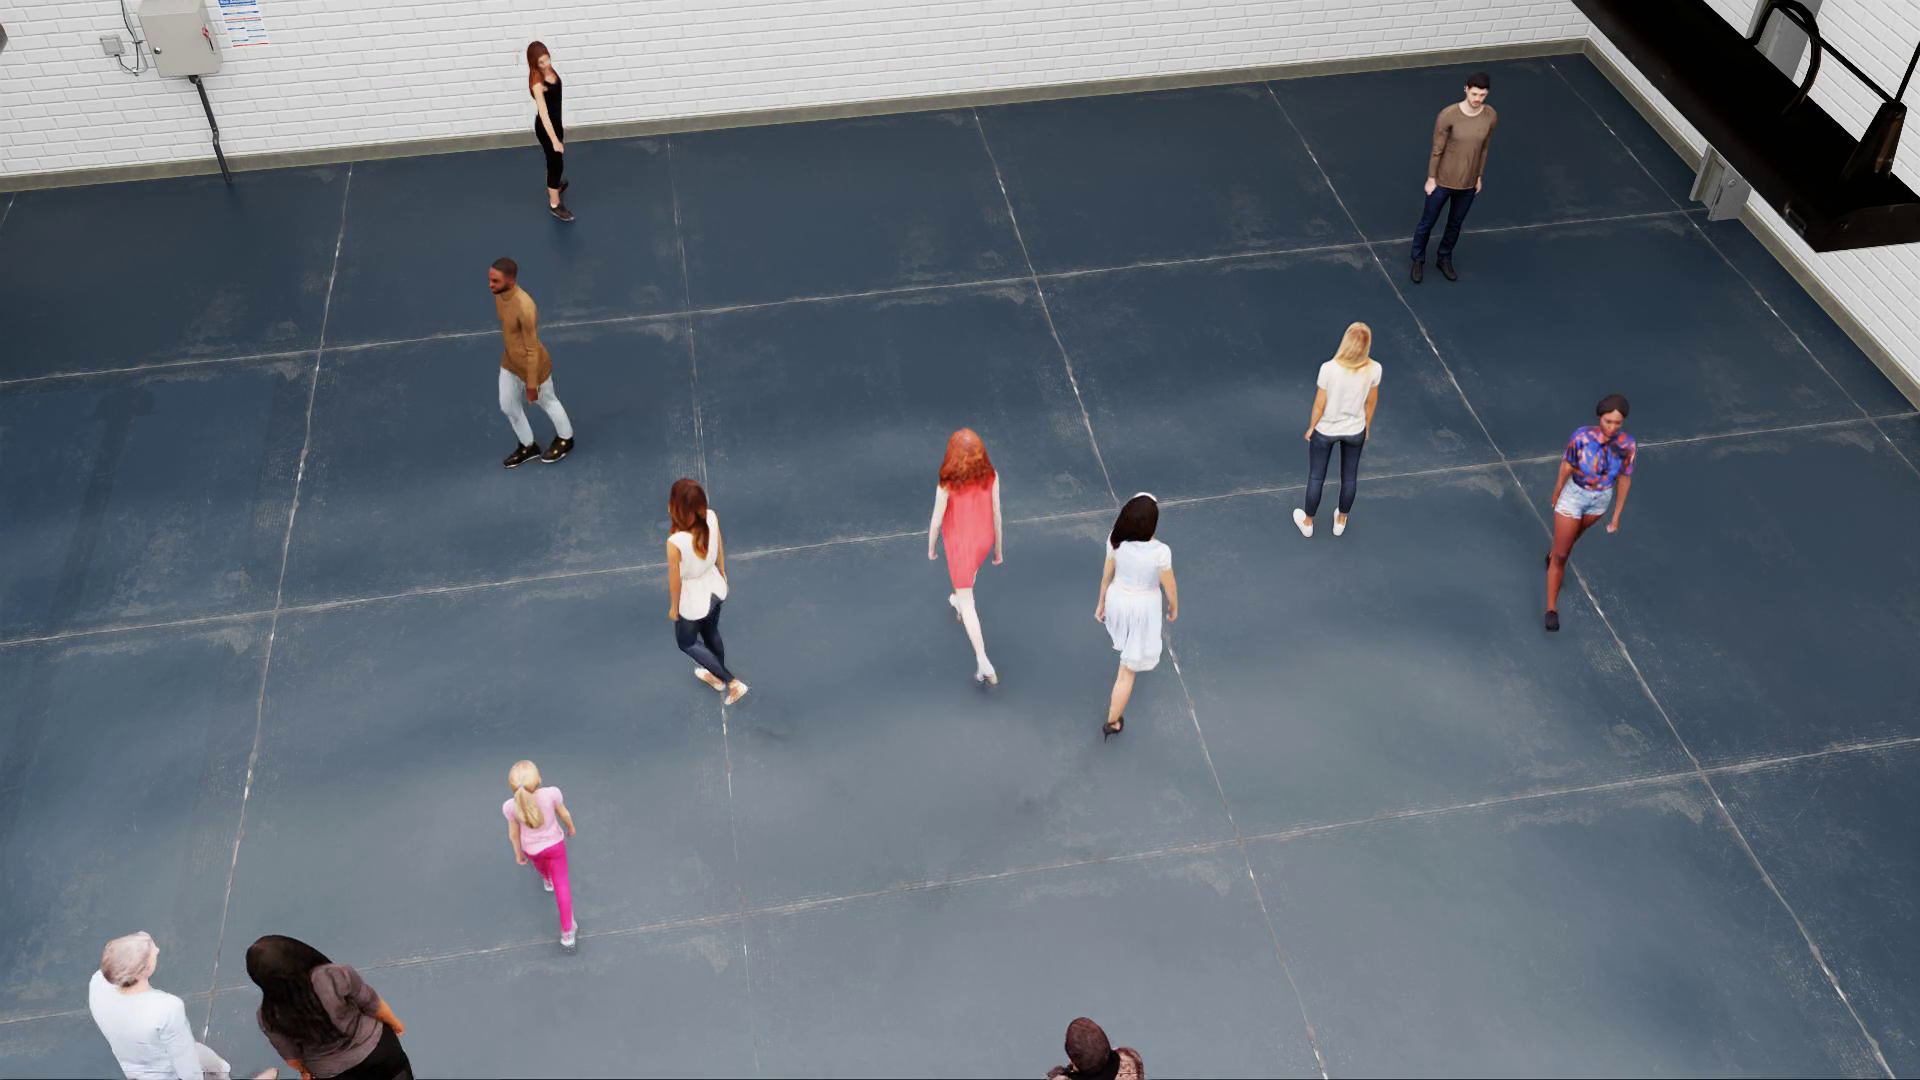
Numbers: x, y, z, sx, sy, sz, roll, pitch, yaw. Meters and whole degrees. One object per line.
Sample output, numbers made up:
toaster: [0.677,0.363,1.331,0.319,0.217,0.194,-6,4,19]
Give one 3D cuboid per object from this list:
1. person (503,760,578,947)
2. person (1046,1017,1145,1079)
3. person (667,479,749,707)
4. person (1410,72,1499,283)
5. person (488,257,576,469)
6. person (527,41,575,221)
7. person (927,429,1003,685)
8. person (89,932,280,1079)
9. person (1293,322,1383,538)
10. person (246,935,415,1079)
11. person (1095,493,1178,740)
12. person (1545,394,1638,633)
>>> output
person: [-2.301,1.727,9.218,0.543,1.248,0.910,-10,44,-10]
person: [0.618,2.837,7.644,1.035,1.812,1.286,-22,48,-22]
person: [-1.536,0.382,10.248,0.901,1.775,0.840,26,49,25]
person: [4.083,-3.000,13.717,0.664,1.887,0.574,-3,44,-4]
person: [-3.050,-1.312,12.012,0.928,1.795,0.878,-34,53,-31]
person: [-3.602,-3.615,14.497,0.896,1.702,0.586,-8,44,-8]
person: [0.088,0.129,10.509,0.781,1.780,1.209,-17,46,-17]
person: [-3.827,2.570,7.903,1.102,1.841,1.336,10,44,10]
person: [2.604,-0.740,11.401,0.618,1.809,0.544,-1,44,-1]
person: [-2.925,2.529,7.975,0.820,1.802,0.974,-11,45,-12]
person: [1.011,0.531,10.097,1.060,1.768,1.214,19,47,19]
person: [4.127,-0.304,11.024,0.808,1.698,1.159,4,44,5]
